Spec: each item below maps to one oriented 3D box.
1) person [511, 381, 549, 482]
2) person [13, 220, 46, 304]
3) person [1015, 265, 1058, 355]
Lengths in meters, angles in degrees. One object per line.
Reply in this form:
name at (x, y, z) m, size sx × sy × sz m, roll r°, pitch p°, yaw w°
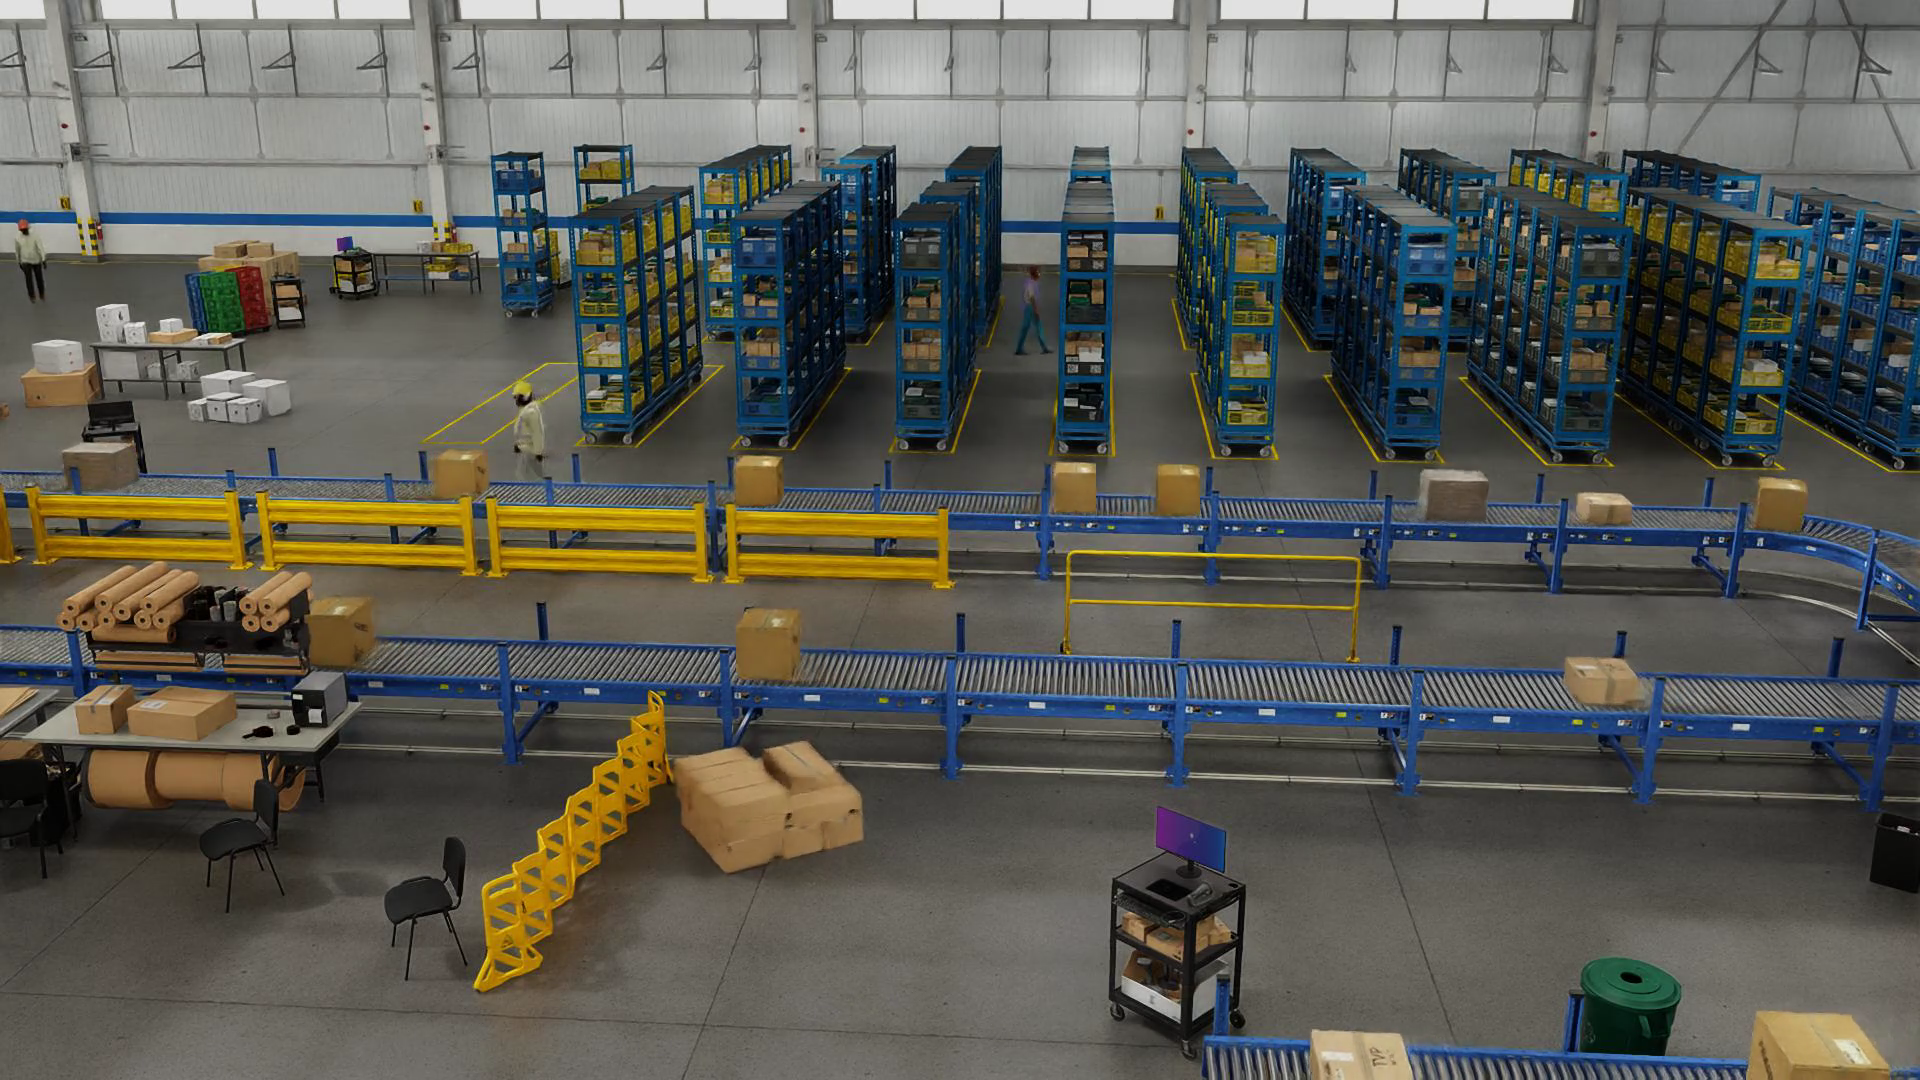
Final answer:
person at (-5.980, -1.281, 22.684) m, size 0.857 × 1.797 × 0.600 m, roll -4°, pitch 18°, yaw -13°
person at (-21.982, -6.614, 39.369) m, size 0.611 × 1.954 × 0.985 m, roll -9°, pitch 20°, yaw -26°
person at (1.521, -4.551, 33.040) m, size 0.925 × 1.802 × 0.565 m, roll 3°, pitch 18°, yaw 10°
